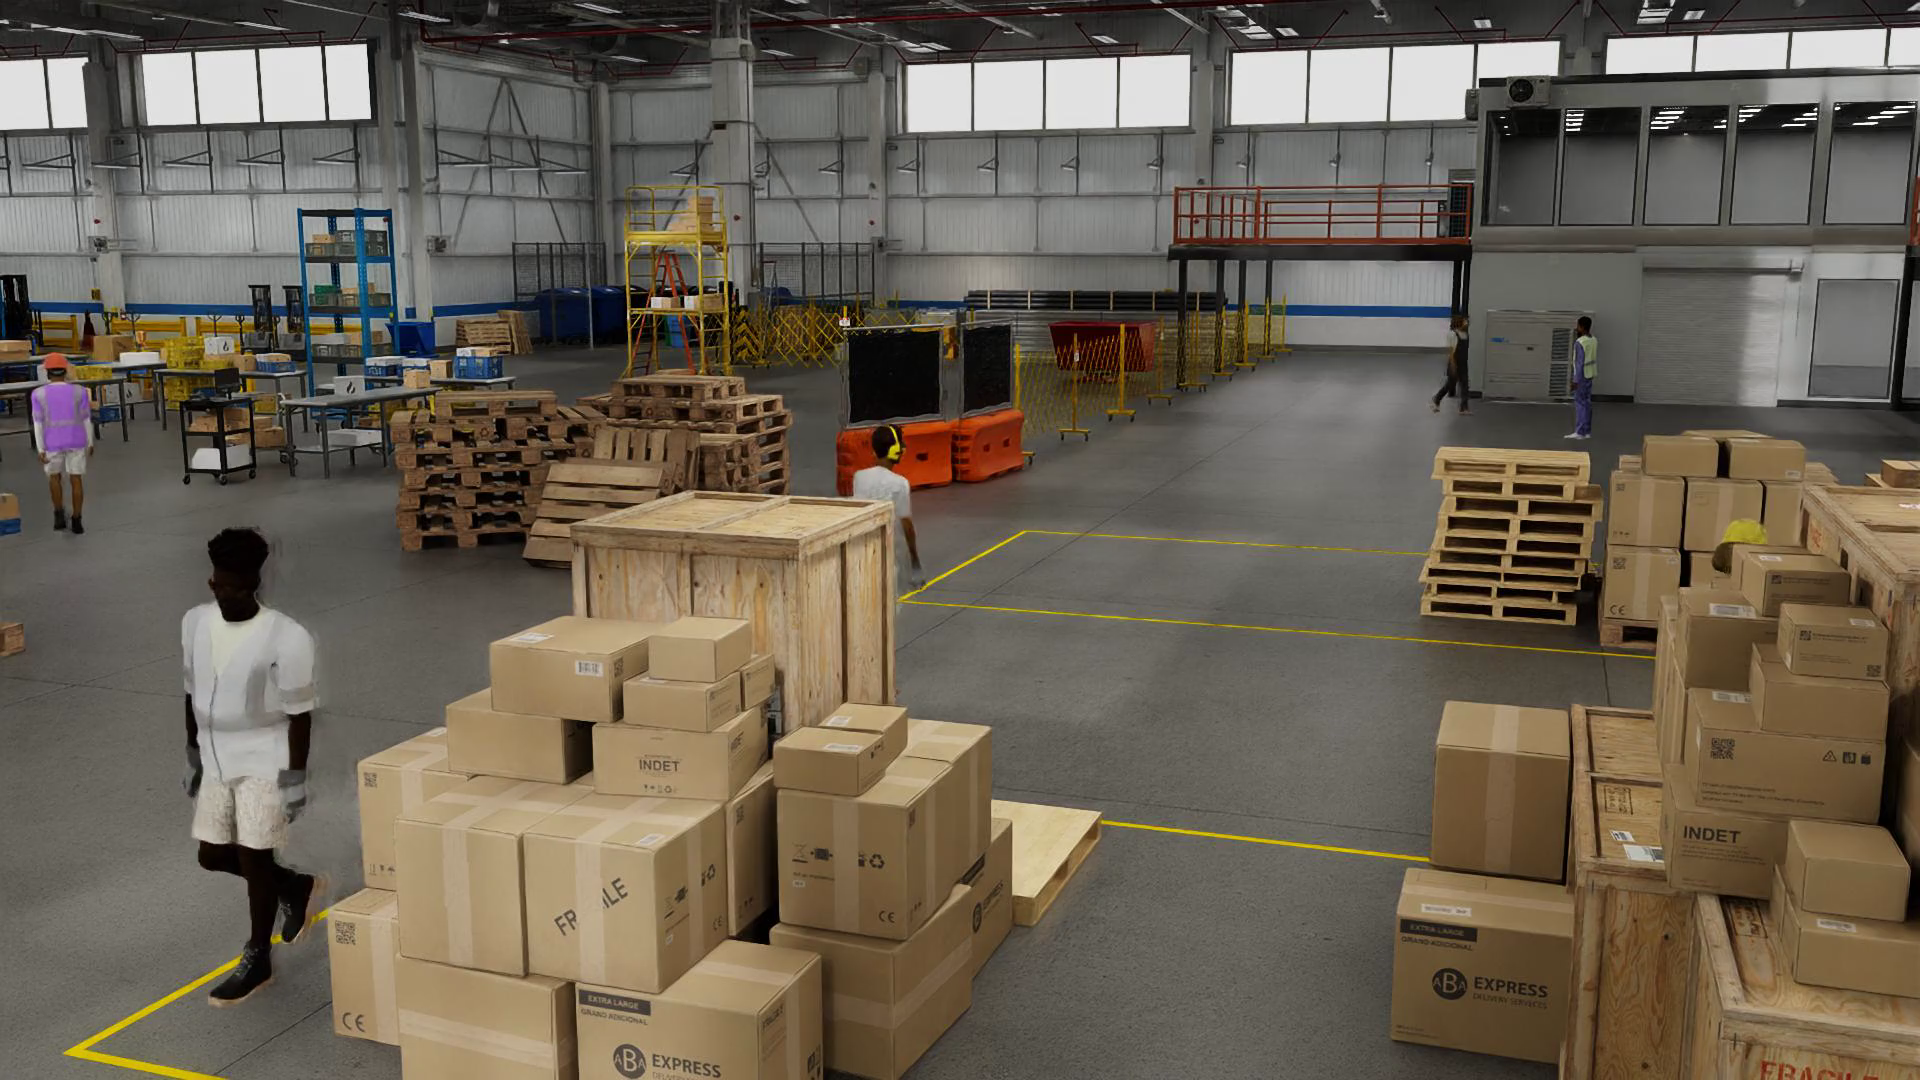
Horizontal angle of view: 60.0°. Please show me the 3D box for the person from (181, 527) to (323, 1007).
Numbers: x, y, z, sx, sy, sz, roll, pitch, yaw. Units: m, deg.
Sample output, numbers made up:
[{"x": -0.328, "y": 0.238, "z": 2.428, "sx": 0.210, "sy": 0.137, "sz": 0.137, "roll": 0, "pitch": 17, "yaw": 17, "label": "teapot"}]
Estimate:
[{"x": -2.844, "y": 0.881, "z": 6.752, "sx": 0.648, "sy": 1.944, "sz": 0.583, "roll": 4, "pitch": 11, "yaw": 21, "label": "person"}]

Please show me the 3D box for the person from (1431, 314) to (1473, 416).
[{"x": 8.843, "y": -3.135, "z": 29.731, "sx": 0.521, "sy": 1.821, "sz": 0.778, "roll": -6, "pitch": 12, "yaw": -29, "label": "person"}]

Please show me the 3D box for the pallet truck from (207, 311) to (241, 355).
[{"x": -19.537, "y": -5.575, "z": 44.913, "sx": 0.653, "sy": 1.274, "sz": 1.630, "roll": 3, "pitch": 11, "yaw": 19, "label": "pallet truck"}]

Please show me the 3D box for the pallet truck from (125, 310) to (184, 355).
[{"x": -22.038, "y": -5.665, "z": 45.457, "sx": 0.704, "sy": 1.261, "sz": 1.522, "roll": 3, "pitch": 11, "yaw": 17, "label": "pallet truck"}]

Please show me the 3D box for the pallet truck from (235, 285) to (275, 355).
[{"x": -18.327, "y": -5.835, "z": 44.421, "sx": 0.823, "sy": 1.965, "sz": 1.885, "roll": 4, "pitch": 11, "yaw": 23, "label": "pallet truck"}]

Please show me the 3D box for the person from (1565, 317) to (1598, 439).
[{"x": 9.783, "y": -2.539, "z": 26.082, "sx": 0.374, "sy": 1.917, "sz": 0.596, "roll": 9, "pitch": 13, "yaw": 41, "label": "person"}]

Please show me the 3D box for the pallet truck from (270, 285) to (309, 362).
[{"x": -17.147, "y": -5.700, "z": 43.663, "sx": 0.823, "sy": 1.965, "sz": 1.885, "roll": 3, "pitch": 11, "yaw": 17, "label": "pallet truck"}]

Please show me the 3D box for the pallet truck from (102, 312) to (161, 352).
[{"x": -23.057, "y": -5.777, "z": 46.261, "sx": 0.680, "sy": 1.201, "sz": 1.601, "roll": 3, "pitch": 11, "yaw": 19, "label": "pallet truck"}]

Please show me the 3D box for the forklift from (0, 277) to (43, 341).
[{"x": -27.151, "y": -6.329, "z": 46.328, "sx": 1.157, "sy": 1.987, "sz": 2.680, "roll": 3, "pitch": 11, "yaw": 17, "label": "forklift"}]

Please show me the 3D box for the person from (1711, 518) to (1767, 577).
[{"x": 3.793, "y": 0.765, "z": 8.035, "sx": 0.430, "sy": 1.721, "sz": 0.594, "roll": 8, "pitch": 13, "yaw": 37, "label": "person"}]

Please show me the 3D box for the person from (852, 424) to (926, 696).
[{"x": -0.468, "y": 0.152, "z": 11.124, "sx": 0.580, "sy": 1.850, "sz": 0.503, "roll": -9, "pitch": 13, "yaw": -40, "label": "person"}]

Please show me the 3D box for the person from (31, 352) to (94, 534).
[{"x": -9.490, "y": -1.030, "z": 17.623, "sx": 0.564, "sy": 1.911, "sz": 0.735, "roll": -6, "pitch": 12, "yaw": -29, "label": "person"}]
